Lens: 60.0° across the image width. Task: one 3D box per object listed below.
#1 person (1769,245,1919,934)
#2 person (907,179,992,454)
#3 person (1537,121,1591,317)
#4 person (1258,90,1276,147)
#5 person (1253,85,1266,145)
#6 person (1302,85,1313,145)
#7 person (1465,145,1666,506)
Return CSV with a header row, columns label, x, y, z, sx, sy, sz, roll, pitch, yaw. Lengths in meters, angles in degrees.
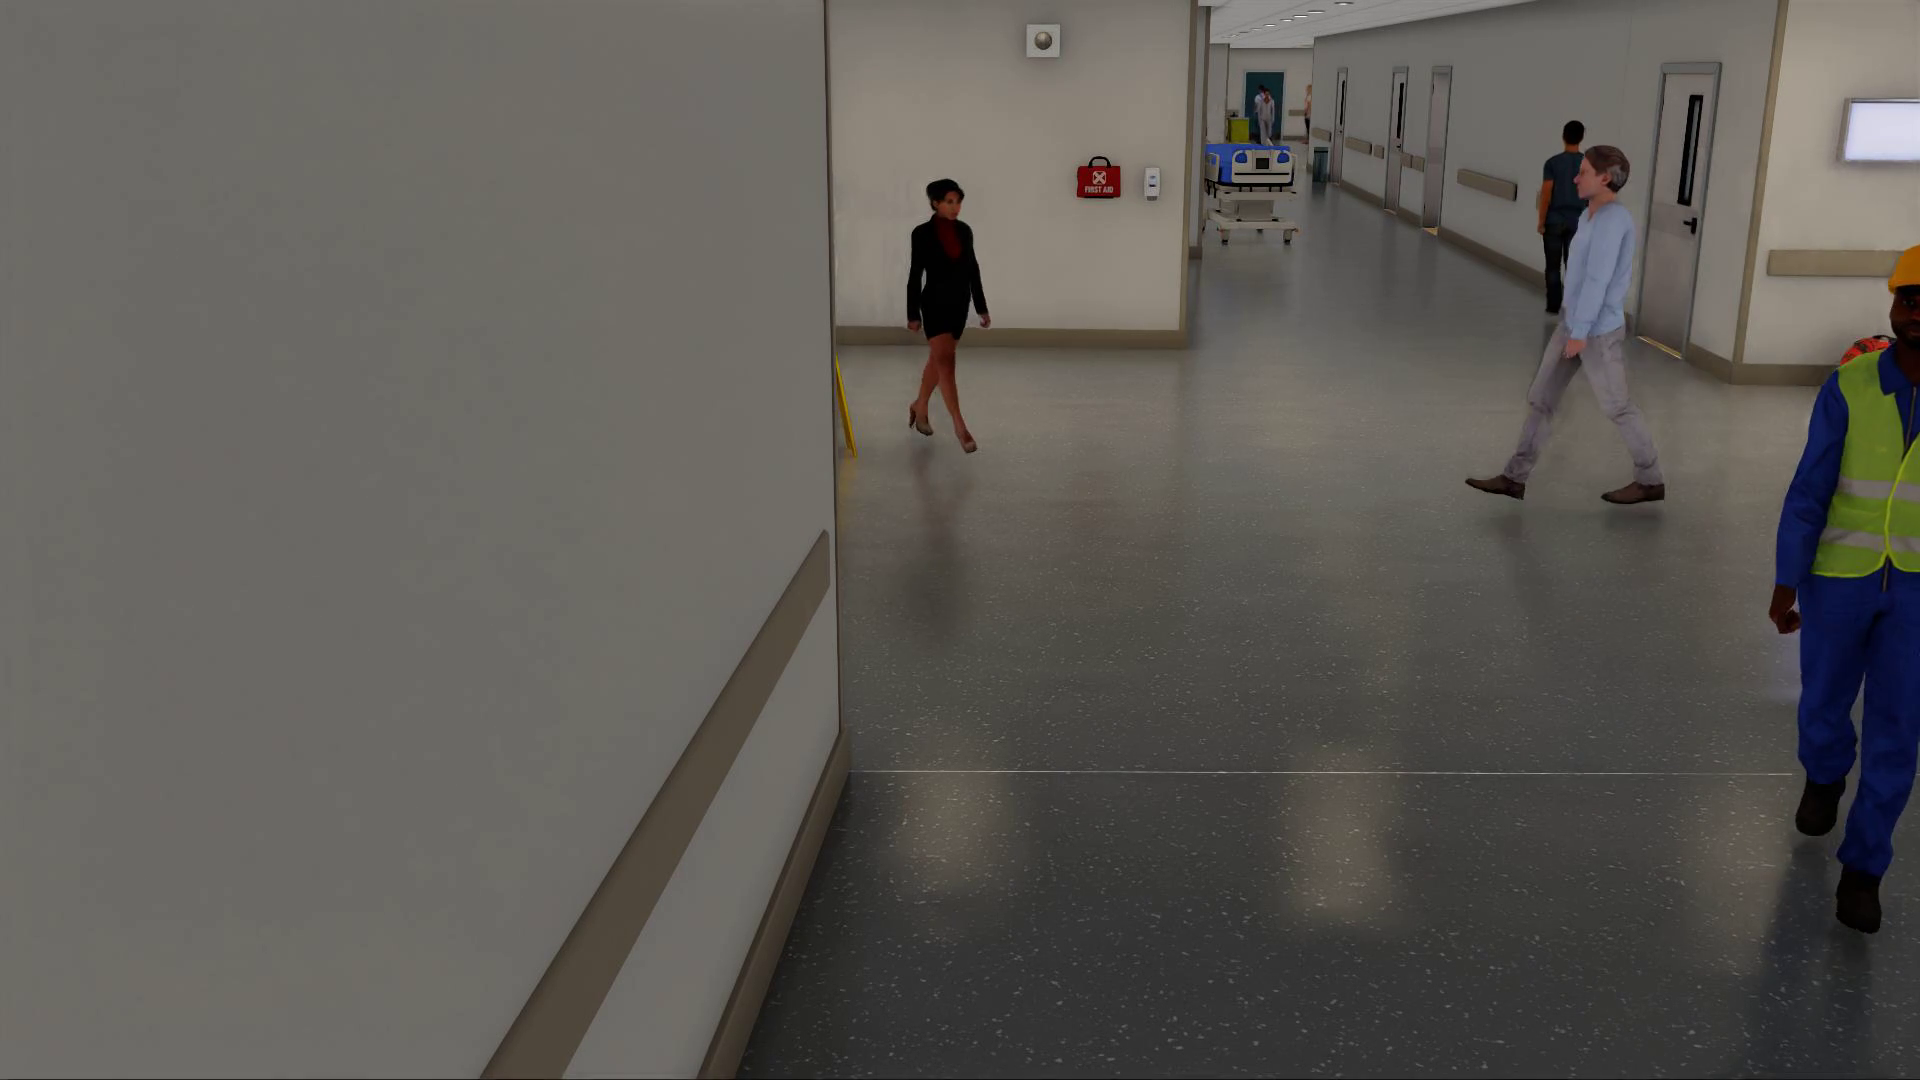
label,x,y,z,sx,sy,sz,roll,pitch,yaw
person,2.563,0.097,4.641,1.226,1.774,1.051,8,18,27
person,-0.140,-1.327,10.043,1.053,1.584,1.023,-9,18,-30
person,5.592,-2.914,15.299,0.907,1.786,0.756,2,16,7
person,8.923,-12.265,48.601,0.874,1.714,0.692,1,16,4
person,9.354,-13.165,51.593,1.115,1.822,0.914,-3,16,-11
person,11.104,-13.530,52.880,0.646,1.825,0.678,7,17,24
person,3.337,-1.042,8.548,1.210,1.846,0.664,2,16,6
